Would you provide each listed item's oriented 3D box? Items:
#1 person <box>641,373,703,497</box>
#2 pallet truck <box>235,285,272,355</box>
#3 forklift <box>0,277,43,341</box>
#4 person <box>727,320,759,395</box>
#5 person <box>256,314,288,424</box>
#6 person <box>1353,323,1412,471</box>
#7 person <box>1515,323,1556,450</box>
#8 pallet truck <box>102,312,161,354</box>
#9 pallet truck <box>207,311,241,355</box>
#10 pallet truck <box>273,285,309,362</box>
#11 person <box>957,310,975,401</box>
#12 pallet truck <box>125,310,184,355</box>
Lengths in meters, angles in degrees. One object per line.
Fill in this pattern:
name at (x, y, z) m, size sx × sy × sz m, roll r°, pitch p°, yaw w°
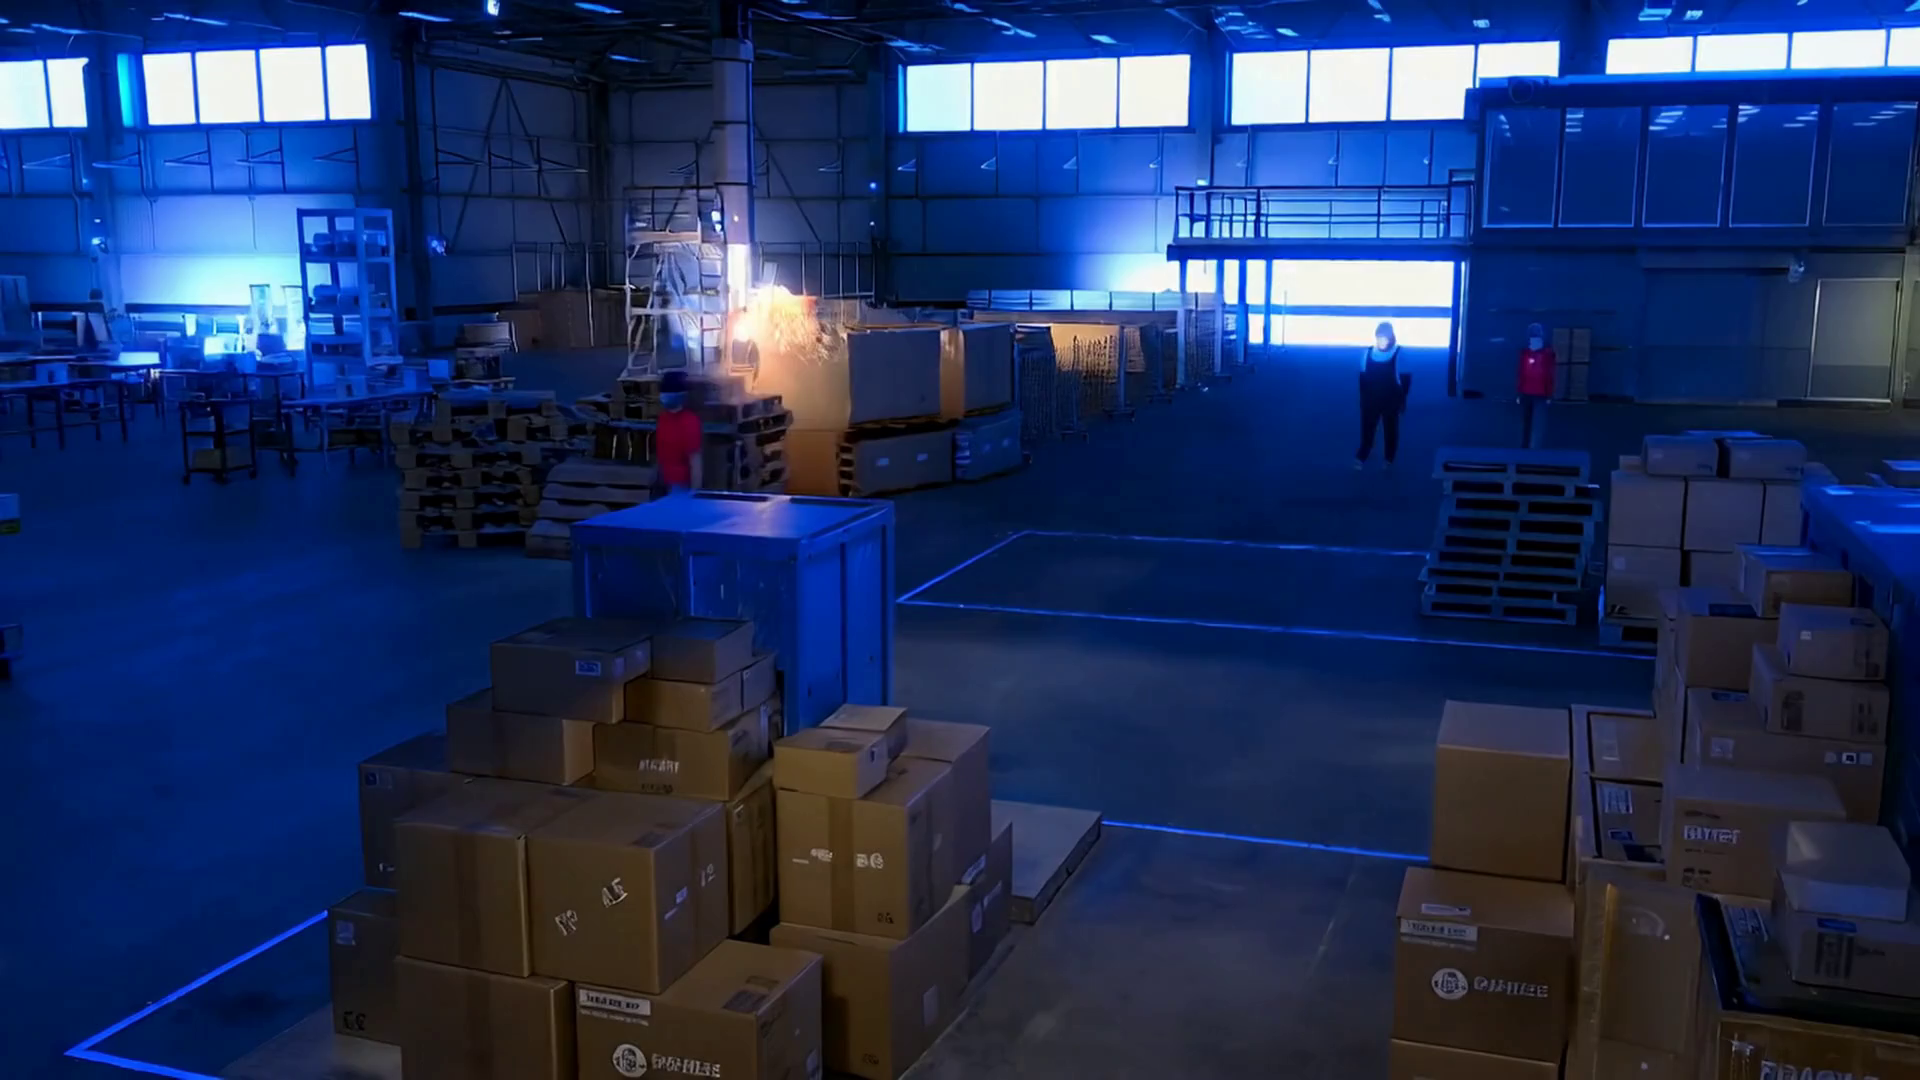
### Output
person at (-2.623, -0.525, 14.792) m, size 0.910 × 1.899 × 0.556 m, roll -7°, pitch 12°, yaw -34°
pallet truck at (-18.327, -5.835, 44.421) m, size 0.823 × 1.965 × 1.885 m, roll 4°, pitch 11°, yaw 23°
forklift at (-27.151, -6.329, 46.328) m, size 1.157 × 1.987 × 2.680 m, roll 3°, pitch 11°, yaw 17°
person at (-3.447, -2.494, 25.991) m, size 0.613 × 1.856 × 0.803 m, roll 4°, pitch 11°, yaw 22°
person at (-11.696, -2.911, 28.322) m, size 0.310 × 1.868 × 0.533 m, roll 8°, pitch 13°, yaw 39°
person at (5.626, -1.920, 22.250) m, size 0.709 × 2.000 × 0.974 m, roll 6°, pitch 12°, yaw 31°
person at (8.155, -2.108, 23.633) m, size 0.367 × 1.927 × 0.587 m, roll -7°, pitch 12°, yaw -35°
pallet truck at (-23.057, -5.777, 46.261) m, size 0.680 × 1.201 × 1.601 m, roll 3°, pitch 11°, yaw 19°
pallet truck at (-19.537, -5.575, 44.913) m, size 0.653 × 1.274 × 1.630 m, roll 3°, pitch 11°, yaw 19°
pallet truck at (-17.147, -5.700, 43.663) m, size 0.823 × 1.965 × 1.885 m, roll 3°, pitch 11°, yaw 17°
person at (0.103, -3.605, 32.515) m, size 0.309 × 1.769 × 0.524 m, roll -3°, pitch 10°, yaw -14°
pallet truck at (-22.038, -5.665, 45.457) m, size 0.704 × 1.261 × 1.522 m, roll 3°, pitch 11°, yaw 17°
